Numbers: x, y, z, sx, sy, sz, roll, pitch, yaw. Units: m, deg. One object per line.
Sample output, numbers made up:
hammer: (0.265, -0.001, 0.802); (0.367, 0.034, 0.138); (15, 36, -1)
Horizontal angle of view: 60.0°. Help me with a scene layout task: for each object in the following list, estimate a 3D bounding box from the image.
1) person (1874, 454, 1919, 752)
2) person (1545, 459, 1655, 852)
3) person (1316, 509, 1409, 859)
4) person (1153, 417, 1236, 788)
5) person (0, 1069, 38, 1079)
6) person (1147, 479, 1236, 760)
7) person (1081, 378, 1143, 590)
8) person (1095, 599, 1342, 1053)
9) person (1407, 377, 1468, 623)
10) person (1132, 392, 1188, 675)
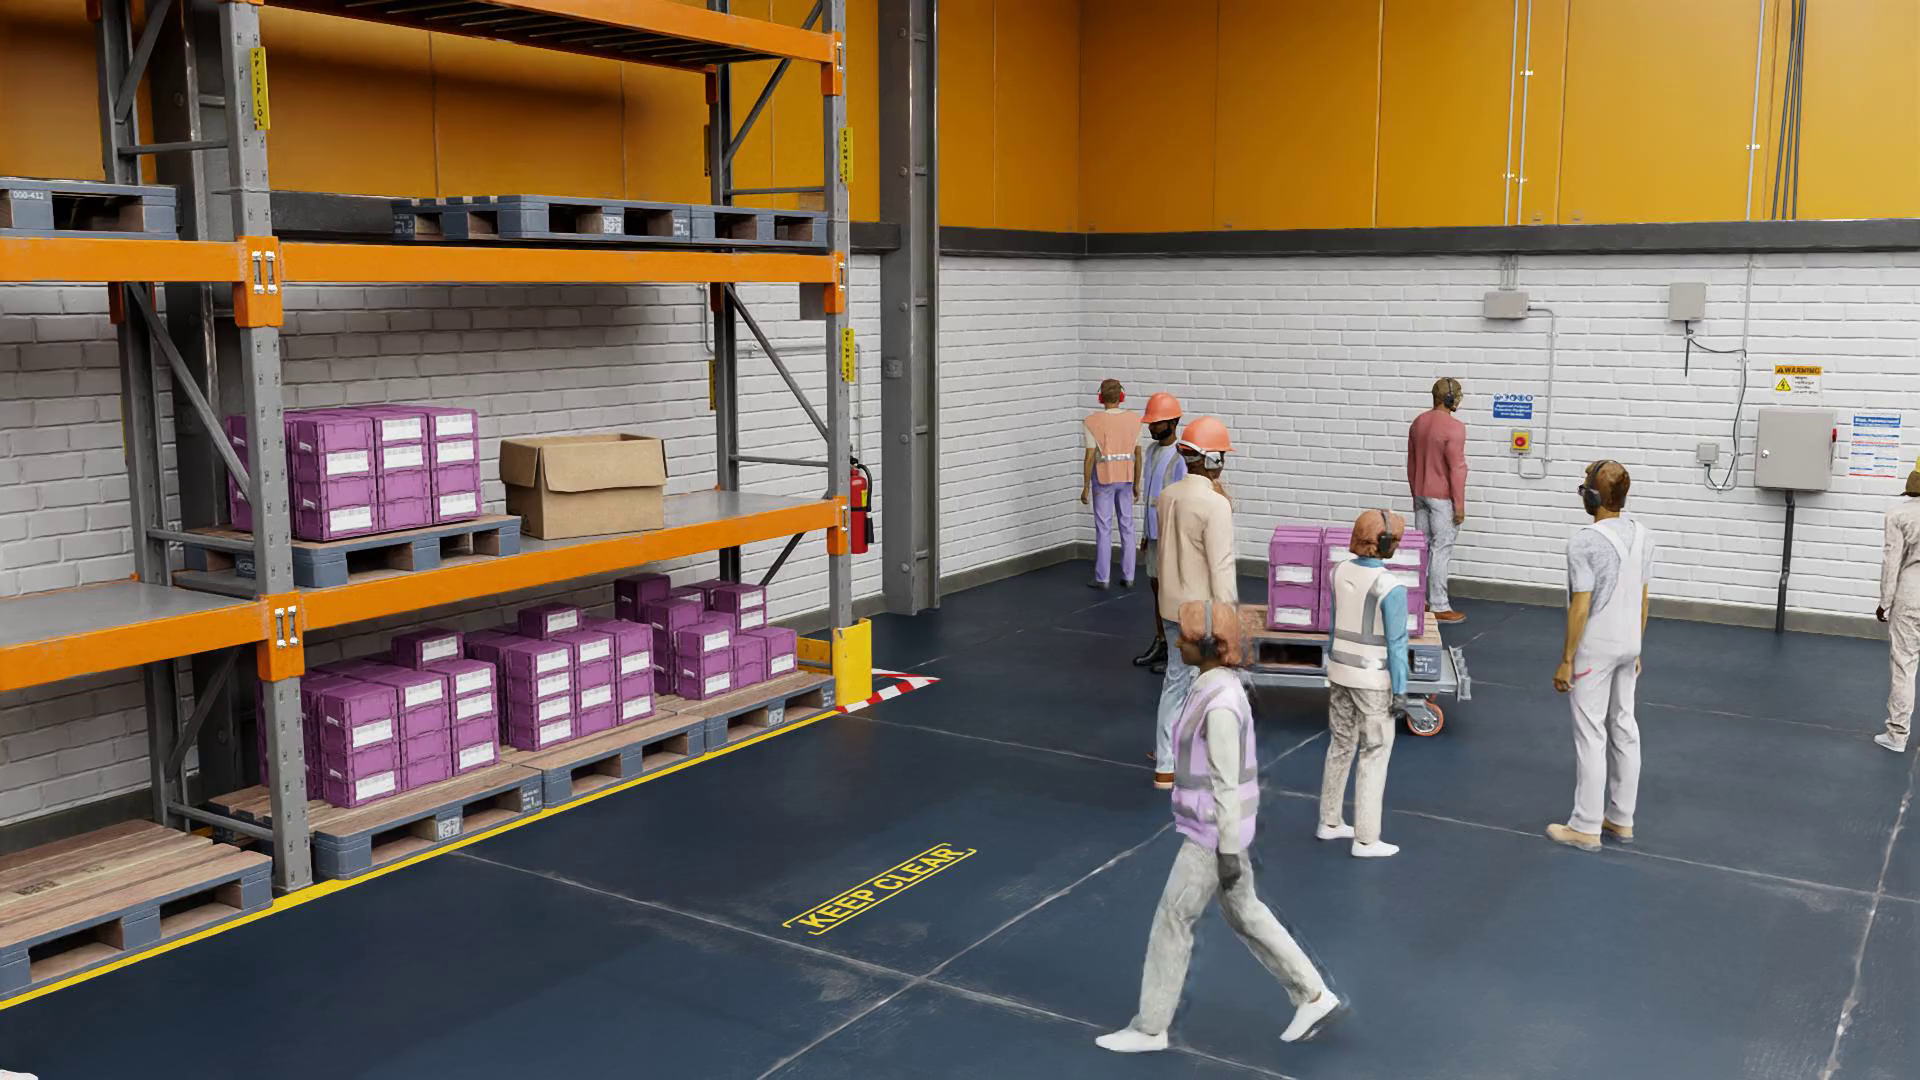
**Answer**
person: (5.476, 0.342, 9.454); (0.483, 1.745, 0.306); (2, 9, 13)
person: (3.016, 0.541, 7.832); (0.505, 1.845, 0.346); (-4, 10, -26)
person: (1.879, 0.665, 7.730); (0.313, 1.627, 0.527); (-4, 10, -24)
person: (1.230, 0.358, 8.589); (0.405, 1.986, 0.623); (-3, 9, -21)
person: (-3.154, 0.991, 5.239); (0.295, 1.743, 0.493); (-2, 9, -15)
person: (1.303, 0.443, 9.198); (0.489, 1.623, 0.552); (3, 9, 22)
person: (1.325, -0.478, 14.468); (0.564, 1.841, 0.391); (-3, 9, -20)
person: (0.925, 0.988, 5.715); (0.821, 1.607, 0.529); (1, 9, 6)
person: (3.763, -0.316, 13.105); (0.352, 1.937, 0.635); (-3, 9, -20)
person: (1.393, -0.046, 11.392); (0.386, 1.929, 0.543); (-4, 10, -24)
